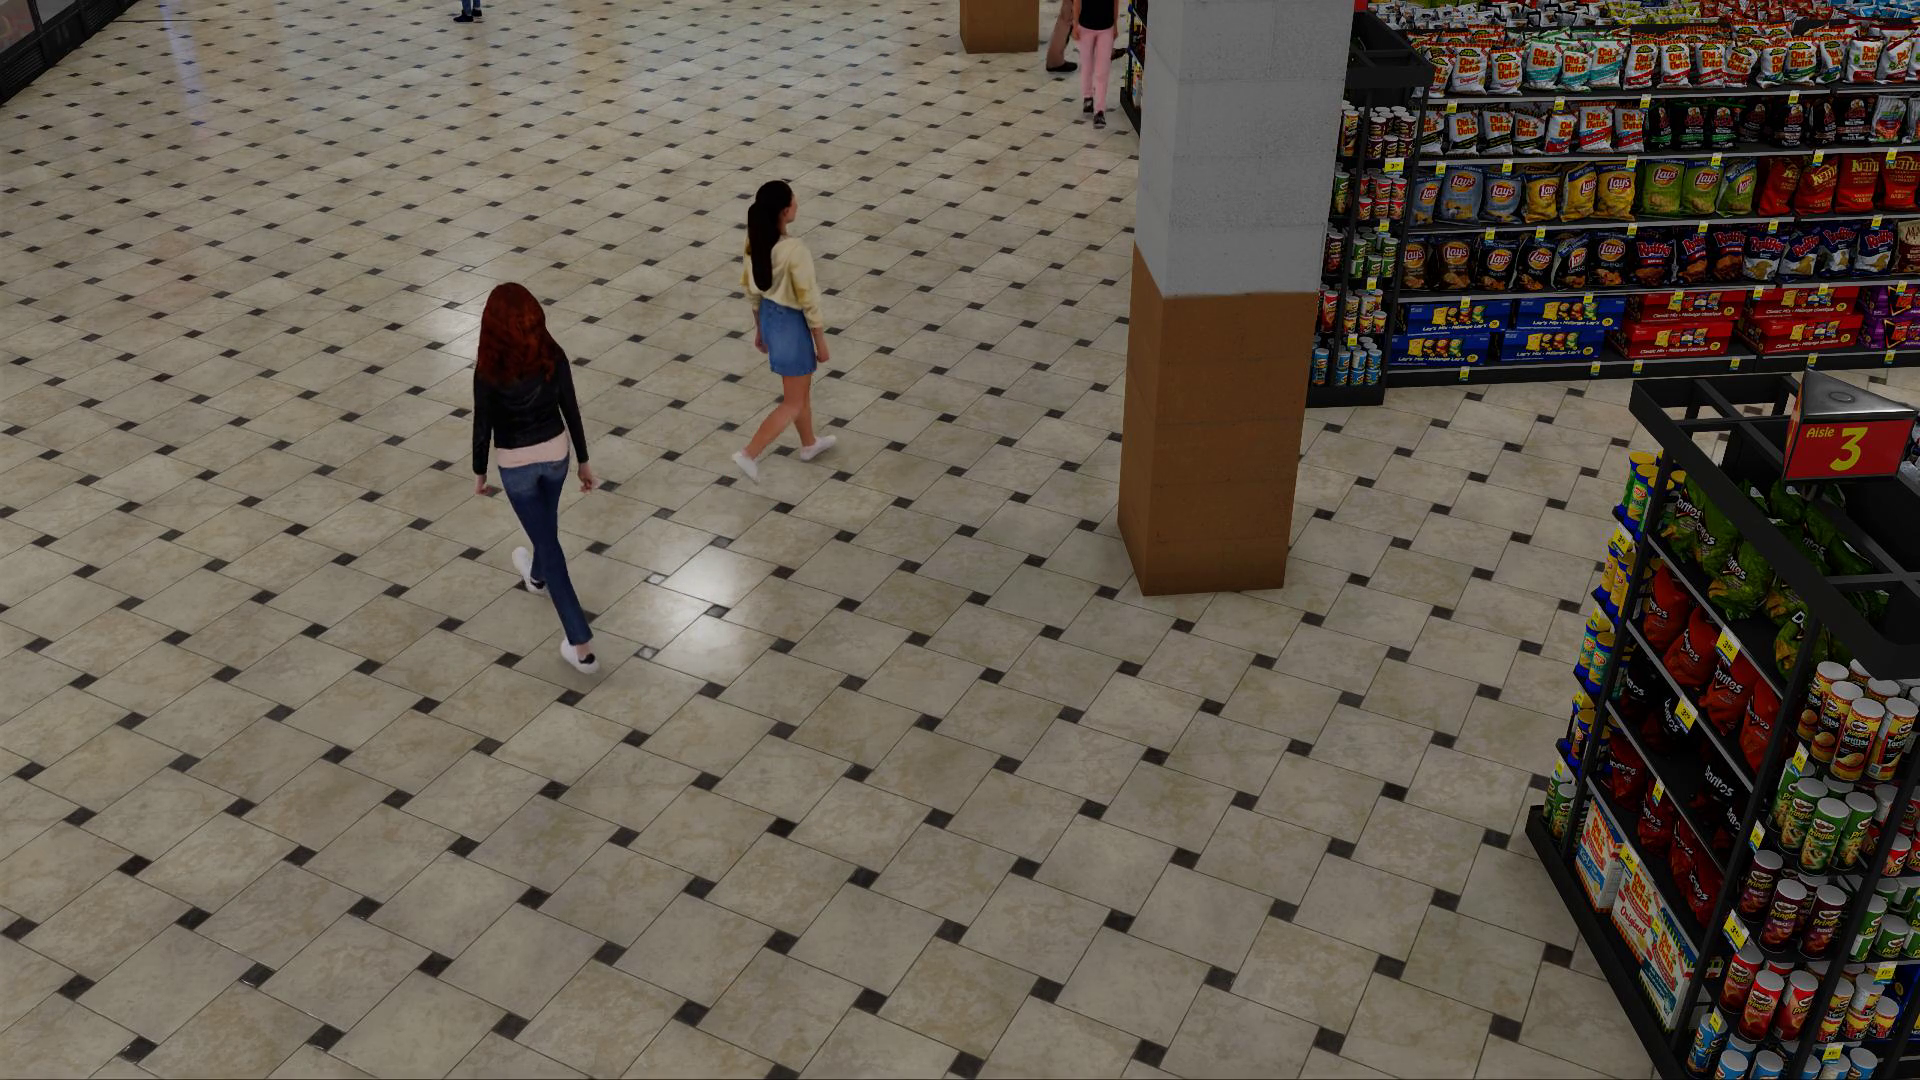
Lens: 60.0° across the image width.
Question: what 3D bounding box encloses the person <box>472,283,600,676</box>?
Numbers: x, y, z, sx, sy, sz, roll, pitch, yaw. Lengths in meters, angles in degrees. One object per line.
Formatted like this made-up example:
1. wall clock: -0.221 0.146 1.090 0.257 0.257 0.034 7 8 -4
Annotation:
1. person: -1.792 -0.217 7.187 1.220 1.730 1.112 -22 38 -31

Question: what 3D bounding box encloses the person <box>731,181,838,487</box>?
1. person: -0.941 -1.036 8.614 1.017 1.613 1.114 27 41 36

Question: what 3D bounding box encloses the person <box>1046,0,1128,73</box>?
1. person: 1.007 -5.138 15.033 1.008 1.798 0.670 -4 32 -7

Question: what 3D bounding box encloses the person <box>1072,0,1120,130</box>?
1. person: 1.124 -4.243 13.853 0.987 1.523 0.679 1 32 2

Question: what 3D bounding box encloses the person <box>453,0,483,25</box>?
1. person: -5.003 -5.853 16.693 0.602 1.256 0.581 11 34 18
